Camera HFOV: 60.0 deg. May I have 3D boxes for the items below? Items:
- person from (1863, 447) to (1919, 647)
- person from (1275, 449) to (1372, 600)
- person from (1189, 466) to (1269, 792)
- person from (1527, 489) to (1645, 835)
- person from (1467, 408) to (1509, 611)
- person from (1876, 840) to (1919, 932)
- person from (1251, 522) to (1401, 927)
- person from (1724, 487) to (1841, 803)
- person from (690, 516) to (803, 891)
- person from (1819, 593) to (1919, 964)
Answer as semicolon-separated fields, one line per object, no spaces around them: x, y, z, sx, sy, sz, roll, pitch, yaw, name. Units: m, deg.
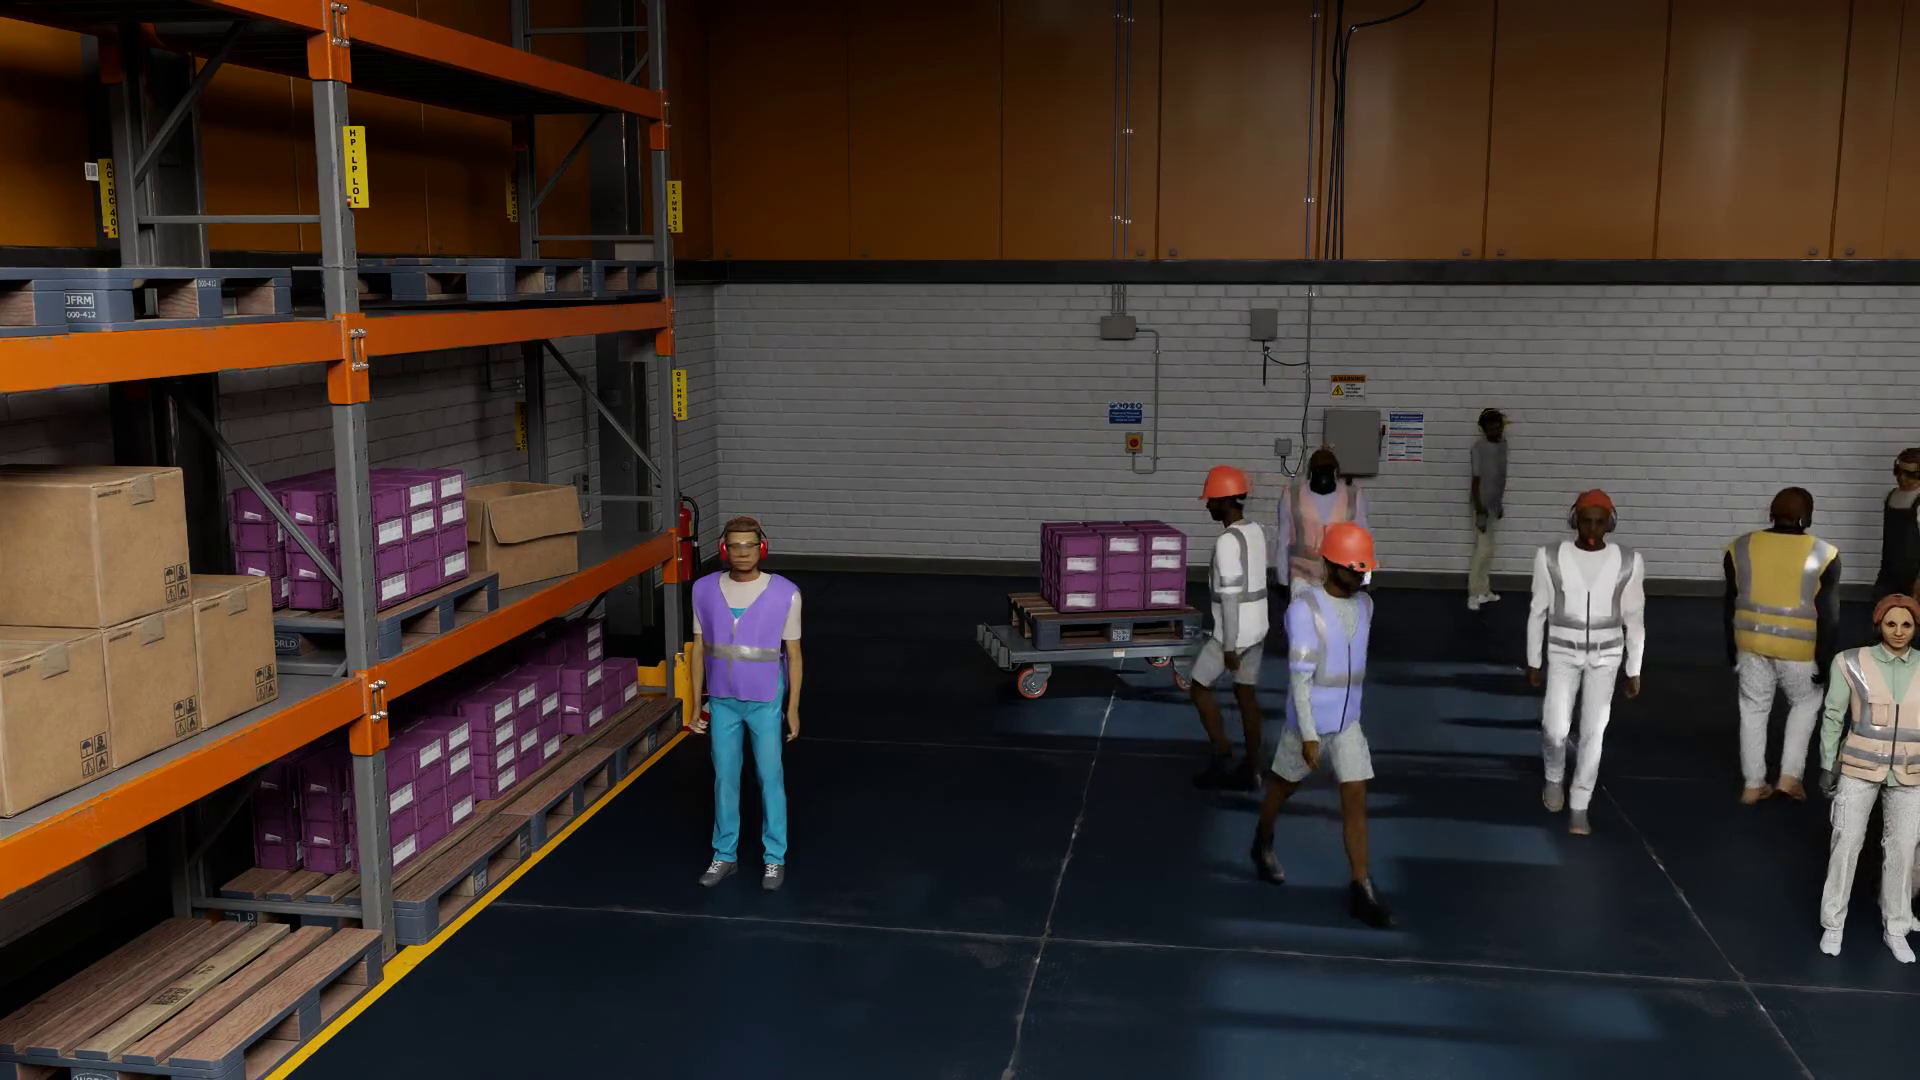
6.717;0.241;11.720;0.803;1.816;0.520;-2;10;-15;person
2.516;0.281;11.489;0.646;1.795;0.930;1;9;6;person
1.562;0.521;9.669;0.528;1.910;0.543;7;11;37;person
3.376;0.653;8.993;0.593;1.869;0.439;3;10;16;person
4.790;-0.289;14.952;0.699;1.833;0.363;-9;13;-43;person
4.431;1.064;7.342;0.493;1.581;0.907;-2;9;-13;person
1.719;0.823;7.930;0.558;1.892;1.013;-5;10;-27;person
4.643;0.607;9.438;0.627;1.828;0.449;7;12;39;person
-1.050;0.793;8.190;0.570;1.849;0.380;2;9;11;person
4.061;1.039;7.321;0.522;1.640;0.306;3;10;16;person
